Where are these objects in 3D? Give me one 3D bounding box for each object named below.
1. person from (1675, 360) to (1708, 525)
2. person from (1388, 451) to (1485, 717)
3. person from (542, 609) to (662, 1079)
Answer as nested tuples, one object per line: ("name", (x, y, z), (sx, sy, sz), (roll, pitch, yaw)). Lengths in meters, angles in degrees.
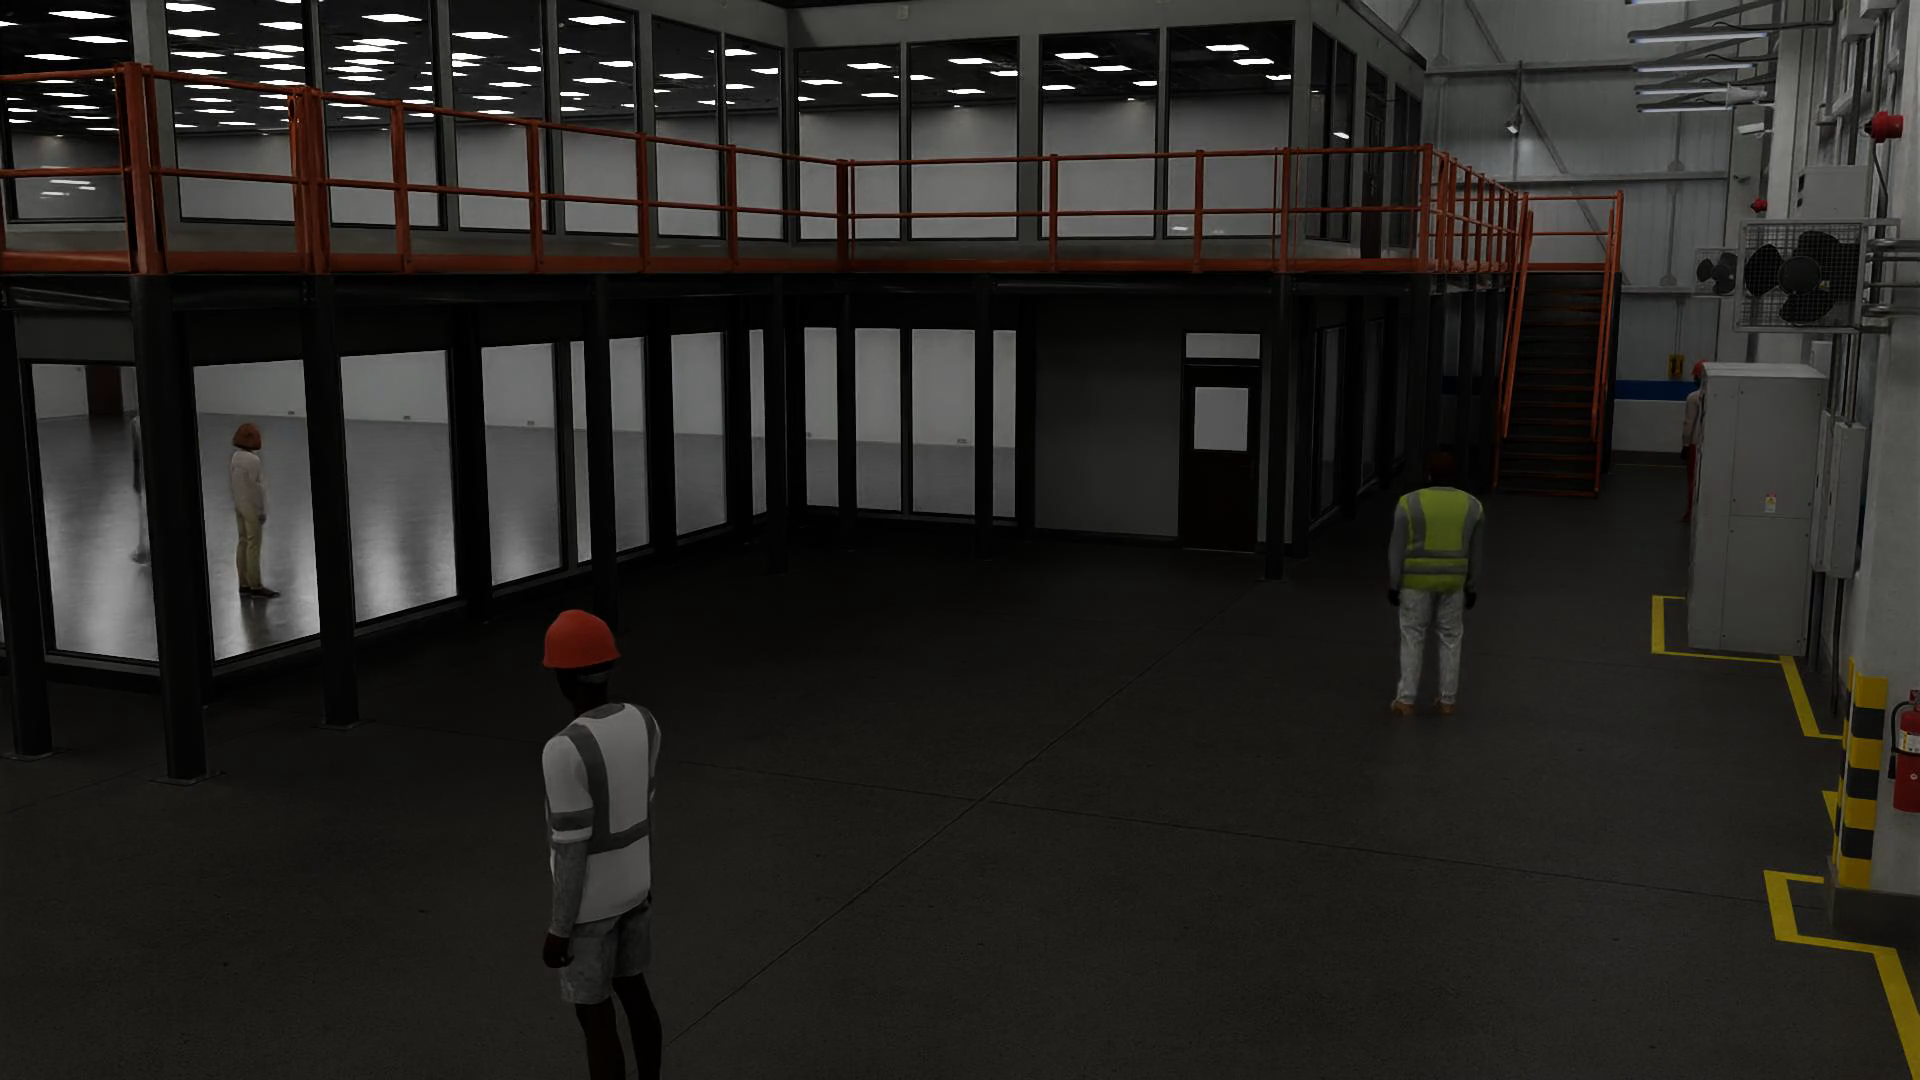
("person", (8.907, -1.163, 20.014), (0.610, 1.985, 0.413), (-5, 10, -27))
("person", (3.248, 0.305, 11.409), (0.633, 1.837, 0.429), (0, 9, -3))
("person", (-1.239, 1.190, 5.639), (0.369, 1.933, 0.551), (4, 10, 22))
